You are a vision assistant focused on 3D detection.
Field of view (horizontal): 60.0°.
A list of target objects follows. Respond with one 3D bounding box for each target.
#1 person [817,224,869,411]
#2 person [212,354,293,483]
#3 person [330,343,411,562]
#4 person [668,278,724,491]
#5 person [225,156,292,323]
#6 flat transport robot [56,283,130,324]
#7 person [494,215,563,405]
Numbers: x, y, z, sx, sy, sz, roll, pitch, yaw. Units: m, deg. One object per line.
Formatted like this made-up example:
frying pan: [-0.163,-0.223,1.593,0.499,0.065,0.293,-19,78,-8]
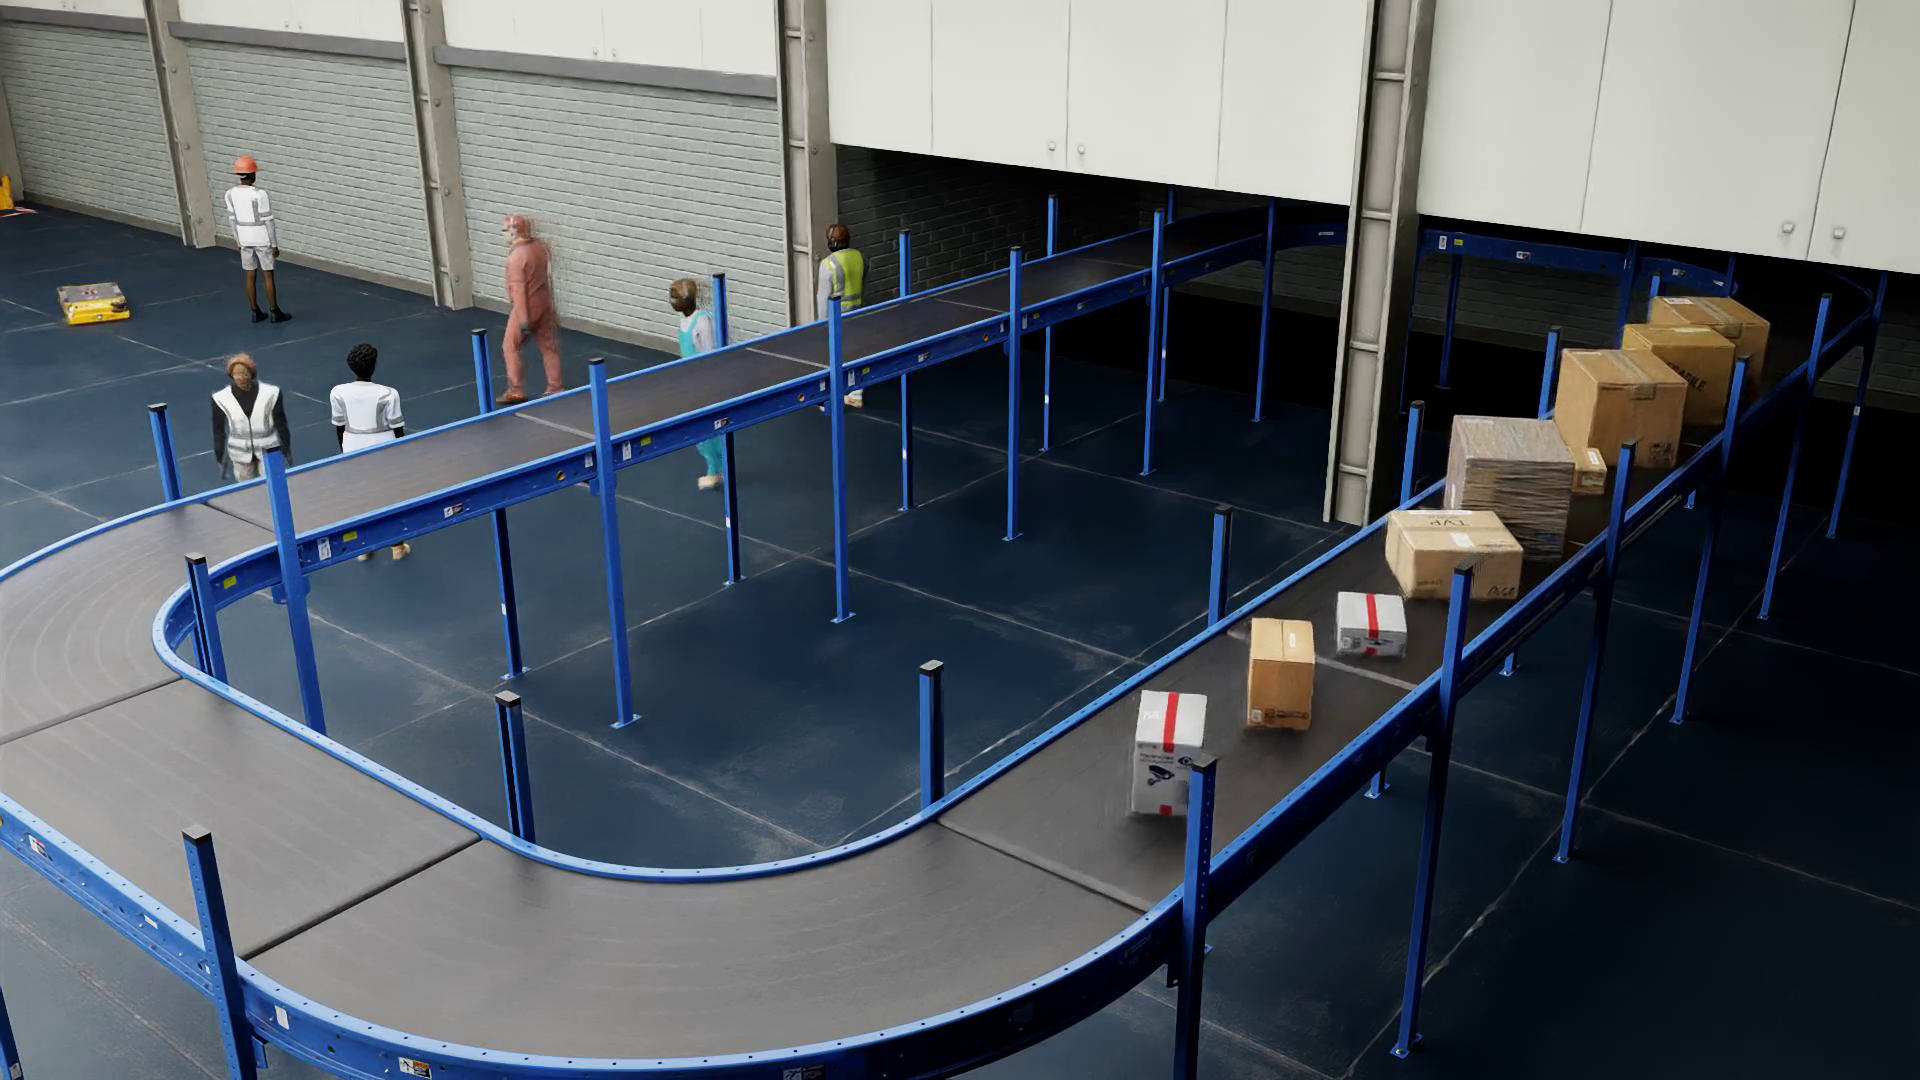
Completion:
person: [-1.158,-2.151,16.154,0.429,1.836,0.626,16,26,35]
person: [-5.324,-0.606,12.553,0.527,1.591,0.832,-7,22,-16]
person: [-4.419,-0.644,12.523,0.535,1.690,0.319,0,21,-1]
person: [-2.183,-1.318,14.059,0.481,1.815,0.529,-11,24,-25]
person: [-8.220,-3.501,19.441,0.545,1.938,0.361,4,22,11]
flat transport robot: [-10.496,-2.885,20.116,0.652,0.197,1.431,-13,25,-29]
person: [-4.321,-2.263,16.383,0.776,1.881,0.667,6,22,15]
